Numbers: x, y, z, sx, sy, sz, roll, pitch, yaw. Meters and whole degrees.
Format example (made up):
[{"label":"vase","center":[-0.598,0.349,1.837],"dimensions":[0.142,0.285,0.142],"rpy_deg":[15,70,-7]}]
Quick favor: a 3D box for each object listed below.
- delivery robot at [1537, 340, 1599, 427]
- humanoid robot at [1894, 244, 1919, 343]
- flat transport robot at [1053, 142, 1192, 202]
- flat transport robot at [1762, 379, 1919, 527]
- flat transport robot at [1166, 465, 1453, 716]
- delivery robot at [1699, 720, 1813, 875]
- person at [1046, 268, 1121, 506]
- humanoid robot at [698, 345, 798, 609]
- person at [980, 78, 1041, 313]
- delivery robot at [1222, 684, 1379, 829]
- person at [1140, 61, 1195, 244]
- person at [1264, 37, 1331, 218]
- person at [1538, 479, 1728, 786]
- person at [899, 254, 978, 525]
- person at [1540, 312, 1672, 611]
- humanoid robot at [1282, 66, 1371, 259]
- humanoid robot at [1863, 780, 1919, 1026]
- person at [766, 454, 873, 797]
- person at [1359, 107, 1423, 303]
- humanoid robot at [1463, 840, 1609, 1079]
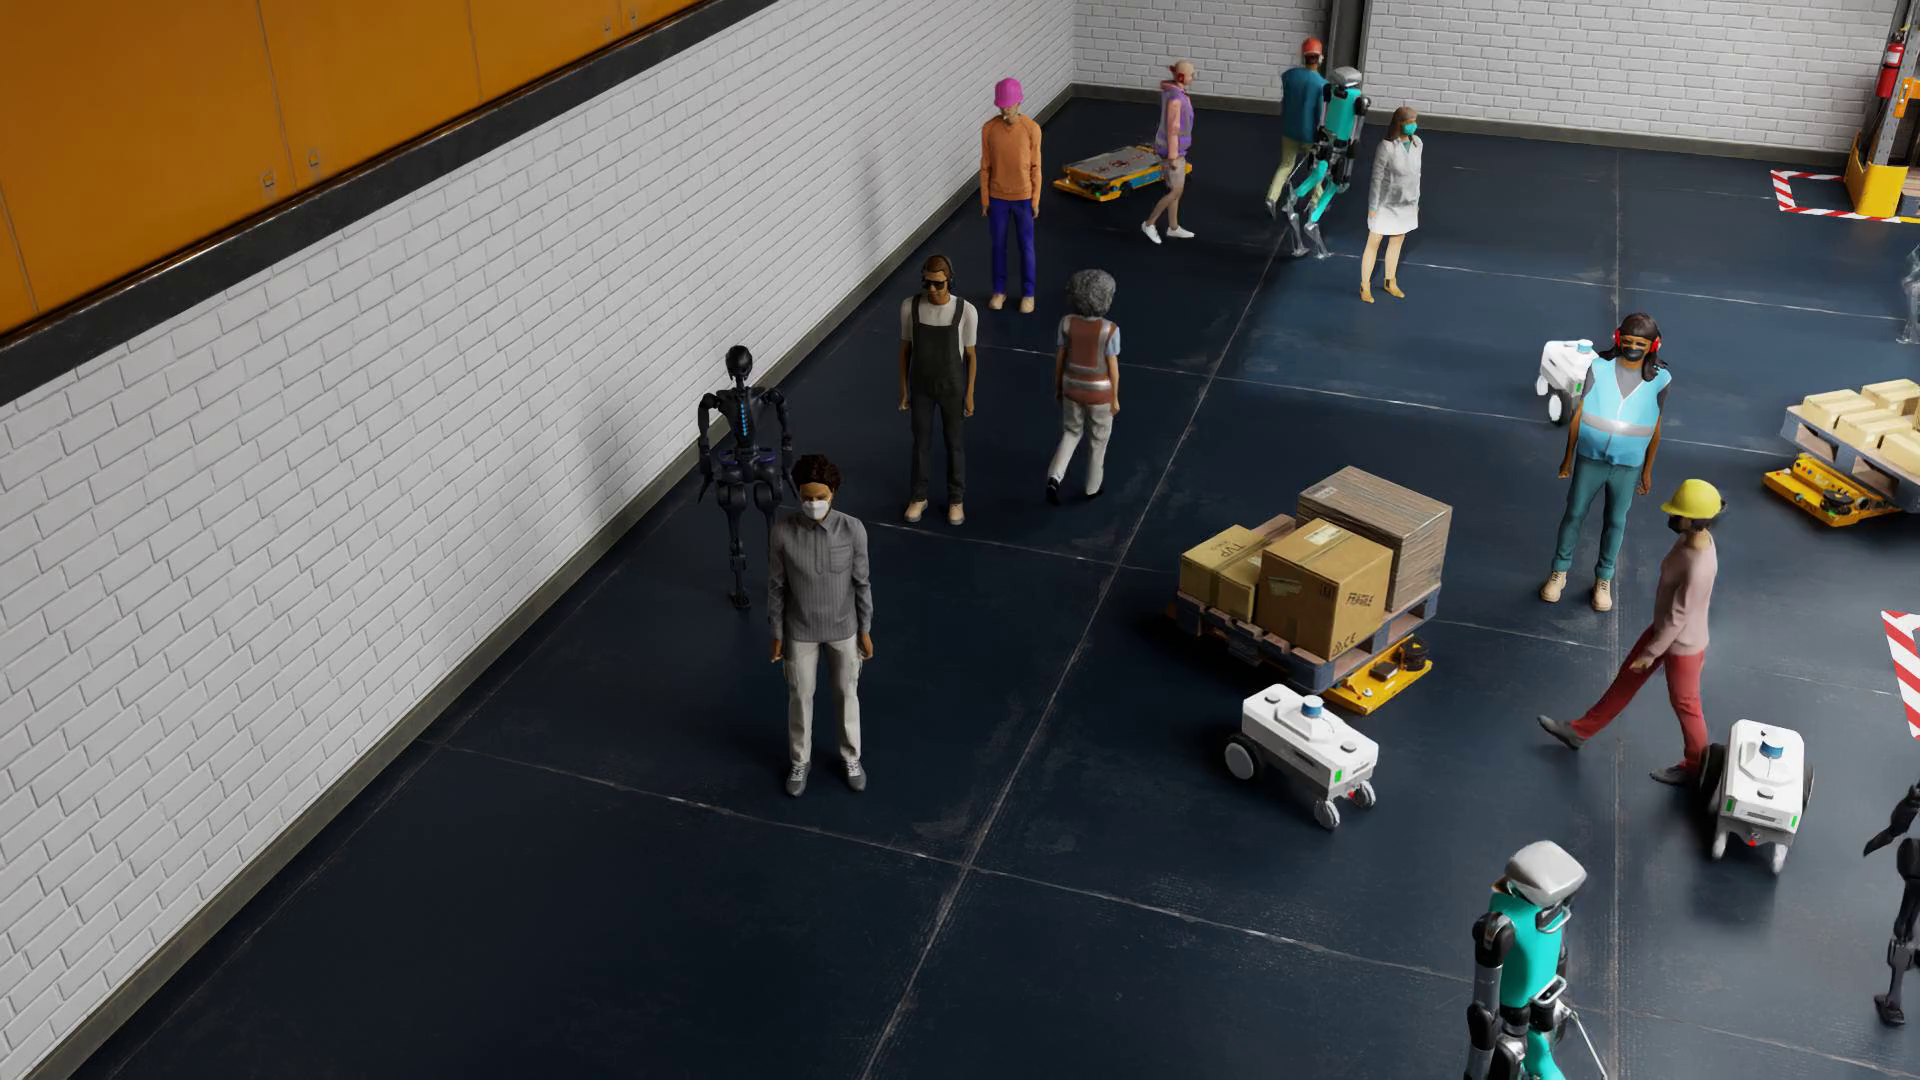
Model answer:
[{"label":"delivery robot","center":[4.603,-1.184,12.367],"dimensions":[0.499,0.603,0.803],"rpy_deg":[-2,31,-3]},{"label":"humanoid robot","center":[7.867,-2.430,13.352],"dimensions":[0.804,1.801,0.530],"rpy_deg":[1,30,2]},{"label":"flat transport robot","center":[1.675,-3.770,17.039],"dimensions":[1.431,0.231,0.659],"rpy_deg":[-26,39,-37]},{"label":"flat transport robot","center":[6.299,-0.420,11.339],"dimensions":[1.431,0.231,0.659],"rpy_deg":[-10,32,-16]},{"label":"flat transport robot","center":[1.969,0.531,9.722],"dimensions":[0.659,0.231,1.431],"rpy_deg":[-26,39,-37]},{"label":"delivery robot","center":[3.973,1.230,8.267],"dimensions":[0.499,0.611,0.809],"rpy_deg":[13,33,21]},{"label":"person","center":[0.815,-0.950,10.854],"dimensions":[0.441,1.674,0.561],"rpy_deg":[15,34,24]},{"label":"humanoid robot","center":[-1.265,-0.373,9.857],"dimensions":[0.599,1.657,0.315],"rpy_deg":[-5,31,-8]},{"label":"person","center":[0.414,-2.861,13.820],"dimensions":[0.517,1.973,0.401],"rpy_deg":[6,31,10]},{"label":"delivery robot","center":[1.763,1.064,8.552],"dimensions":[0.499,0.614,0.808],"rpy_deg":[-21,36,-32]},{"label":"person","center":[1.980,-3.561,15.285],"dimensions":[0.442,1.682,0.514],"rpy_deg":[6,31,10]},{"label":"person","center":[3.256,-3.910,15.842],"dimensions":[0.565,1.715,0.787],"rpy_deg":[25,39,36]},{"label":"person","center":[3.507,0.471,8.385],"dimensions":[0.881,1.720,0.528],"rpy_deg":[7,31,12]},{"label":"person","center":[-0.143,-0.960,10.705],"dimensions":[0.505,1.846,0.346],"rpy_deg":[5,31,8]},{"label":"person","center":[3.833,-0.463,9.839],"dimensions":[0.519,1.866,0.391],"rpy_deg":[11,32,19]},{"label":"humanoid robot","center":[3.151,-3.247,14.725],"dimensions":[0.819,1.790,0.559],"rpy_deg":[-16,34,-26]},{"label":"humanoid robot","center":[4.215,1.296,7.065],"dimensions":[0.607,1.641,0.615],"rpy_deg":[7,31,12]},{"label":"person","center":[-0.696,0.425,8.296],"dimensions":[0.531,1.899,0.395],"rpy_deg":[-3,31,-5]},{"label":"person","center":[3.667,-2.829,14.061],"dimensions":[0.494,1.661,0.336],"rpy_deg":[-11,32,-18]},{"label":"humanoid robot","center":[2.126,1.949,5.951],"dimensions":[0.544,1.879,0.724],"rpy_deg":[-24,38,-35]}]
